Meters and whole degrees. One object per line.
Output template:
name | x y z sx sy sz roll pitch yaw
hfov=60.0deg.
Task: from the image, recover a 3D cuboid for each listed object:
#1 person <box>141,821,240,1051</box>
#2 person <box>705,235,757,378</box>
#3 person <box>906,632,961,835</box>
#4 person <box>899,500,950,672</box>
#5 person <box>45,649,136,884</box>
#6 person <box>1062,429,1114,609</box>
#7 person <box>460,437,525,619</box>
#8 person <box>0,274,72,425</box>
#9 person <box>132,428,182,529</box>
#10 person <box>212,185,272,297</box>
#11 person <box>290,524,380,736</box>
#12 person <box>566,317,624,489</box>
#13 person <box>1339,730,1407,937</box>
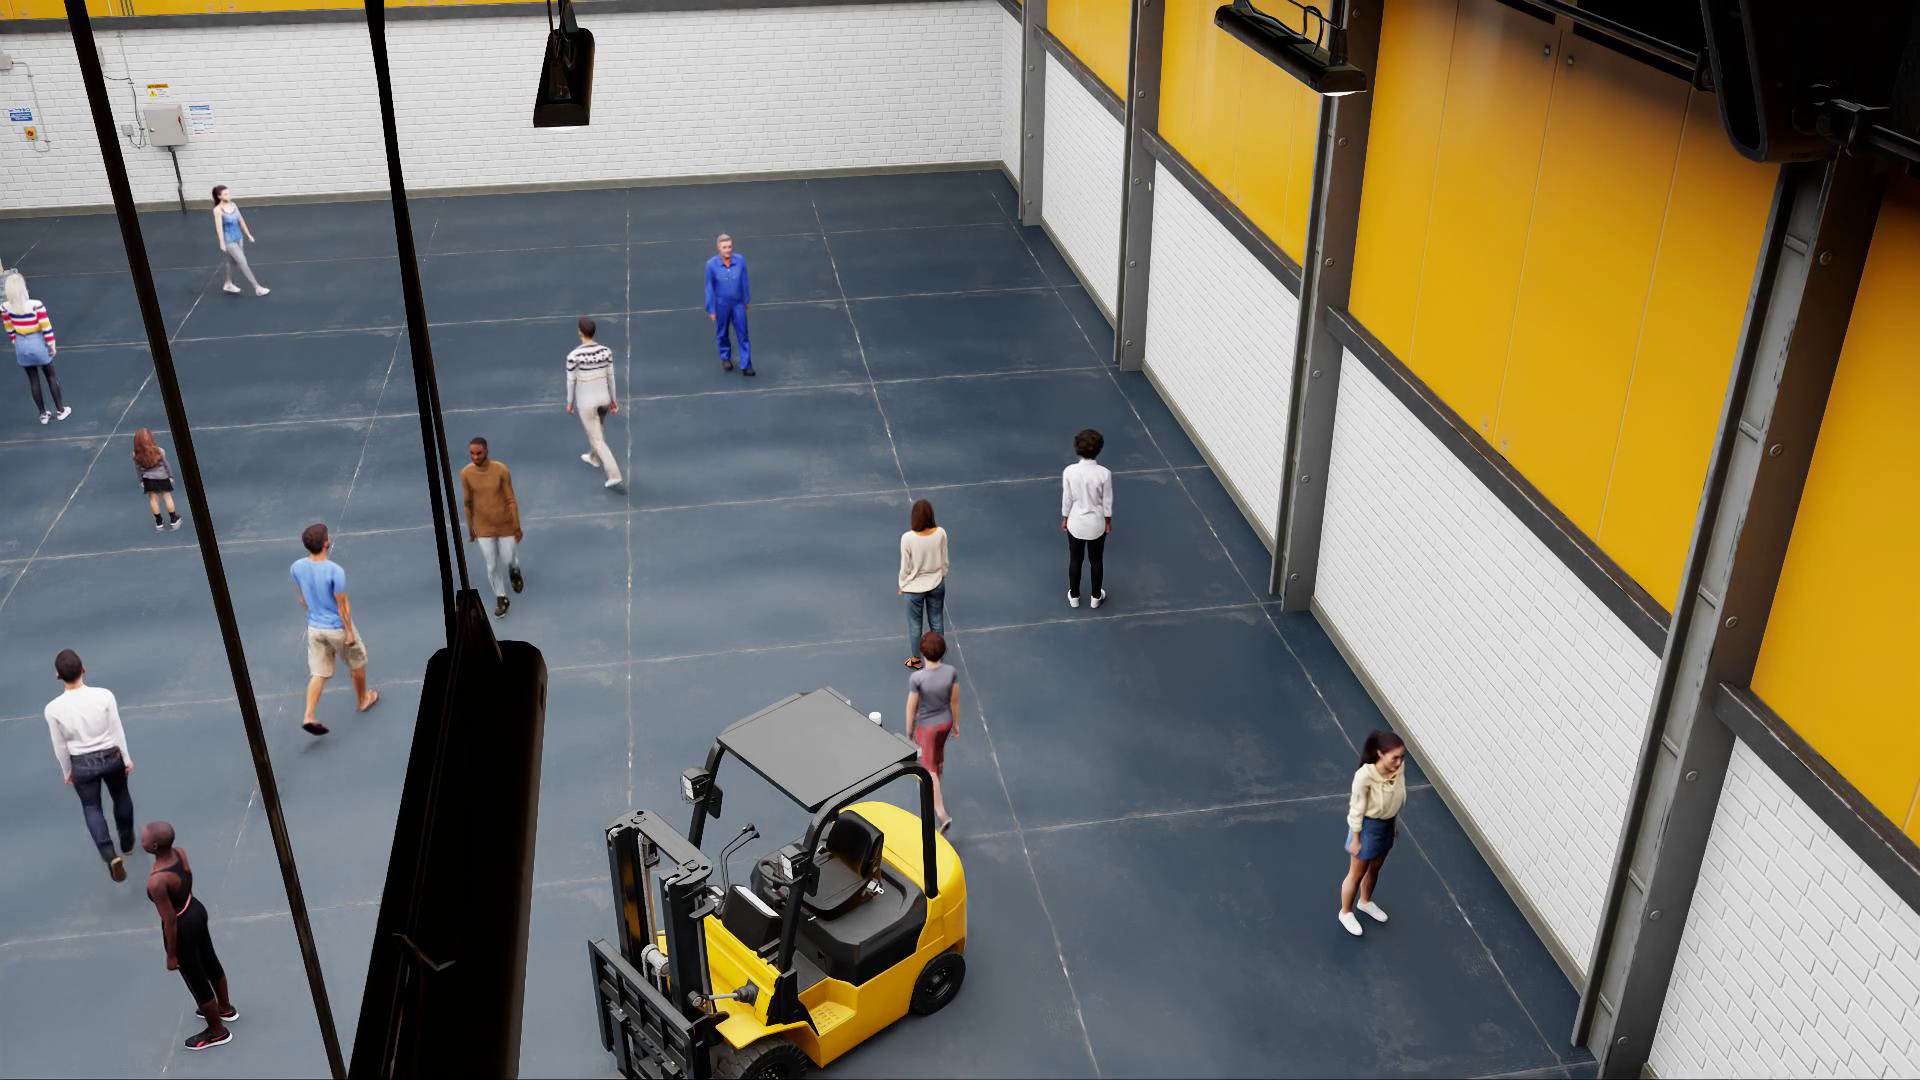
person | -4.974 2.520 10.720 0.668 1.757 0.517 -1 29 -2
person | -2.907 -2.945 20.700 0.896 1.796 1.173 -11 30 -19
person | -0.183 1.487 12.749 0.732 1.628 1.093 -11 30 -19
person | -0.320 0.398 14.689 0.665 1.682 0.604 -11 31 -20
person | -6.315 1.673 12.185 0.830 1.842 1.122 -14 31 -23
person | 1.194 -0.191 15.637 0.693 1.810 0.662 4 29 7
person | -4.352 -0.174 15.610 0.689 1.804 0.825 -2 29 -4
person | -10.827 -2.213 19.351 0.648 1.803 0.580 -6 29 -10
person | -8.345 -0.659 17.231 0.495 1.105 0.475 -9 30 -16
person | -10.171 -4.150 23.144 0.922 1.570 1.055 7 29 13
person | -5.294 0.773 13.845 0.930 1.832 1.206 8 30 14
person | -3.912 -1.455 17.926 1.284 1.837 1.122 25 37 38
person | 2.914 2.033 11.743 0.719 1.633 0.704 -18 33 -29
